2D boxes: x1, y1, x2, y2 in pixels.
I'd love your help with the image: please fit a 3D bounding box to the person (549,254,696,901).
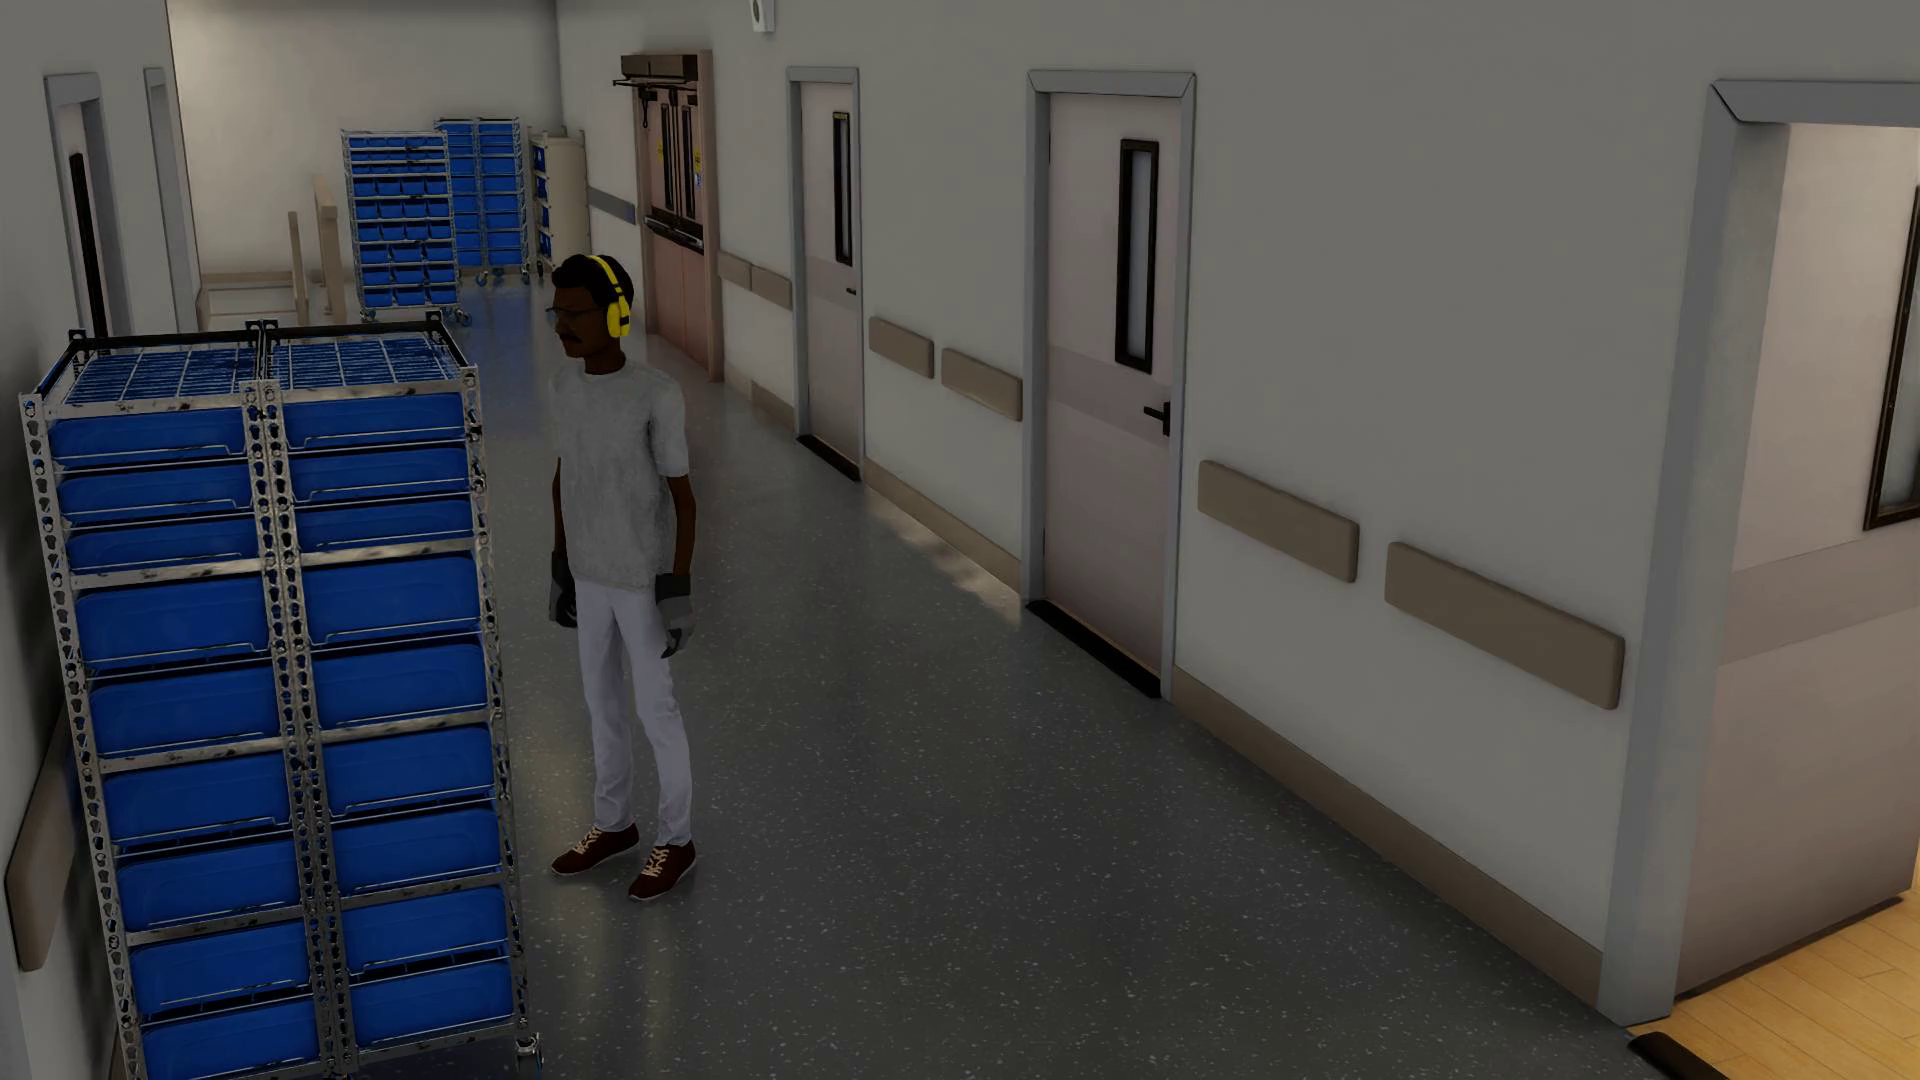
[{"bbox_3d":[-0.977,0.118,4.755,0.535,1.868,0.309,10,19,31],"label":"person"}]
